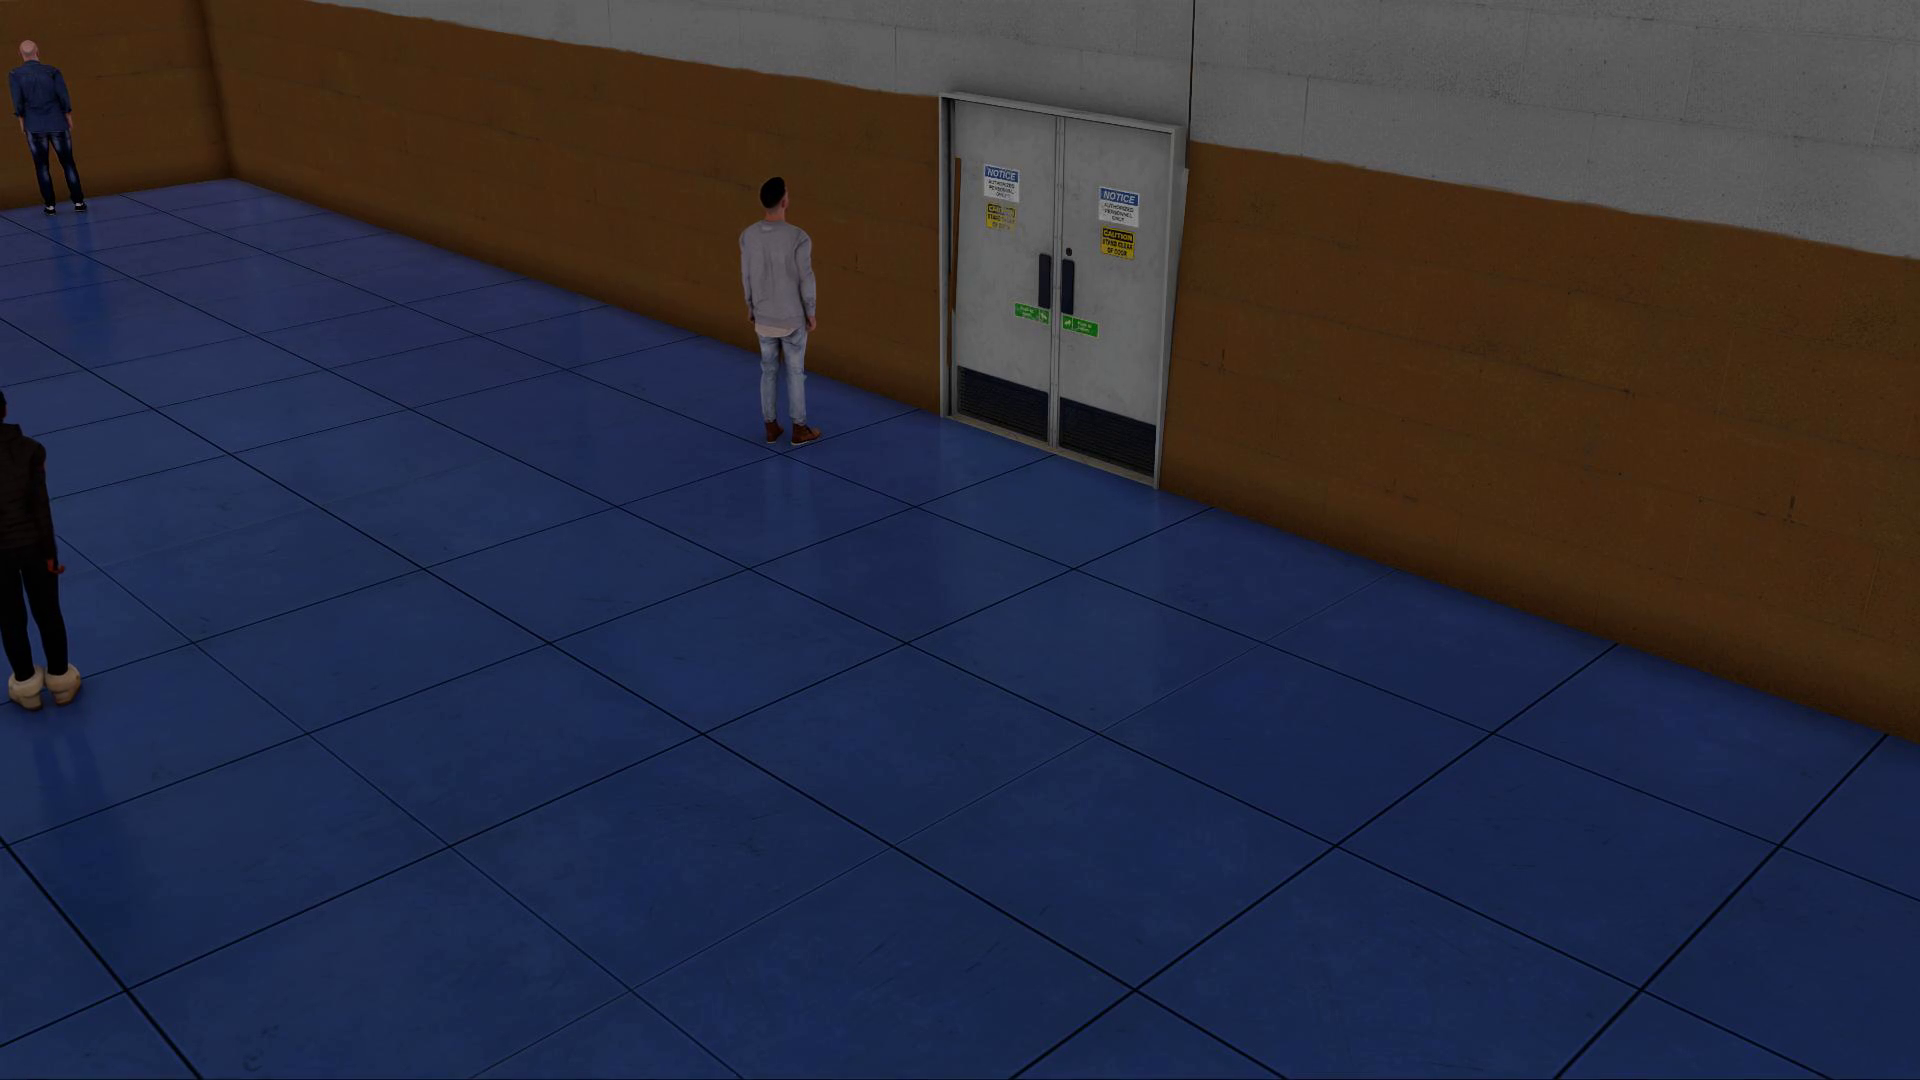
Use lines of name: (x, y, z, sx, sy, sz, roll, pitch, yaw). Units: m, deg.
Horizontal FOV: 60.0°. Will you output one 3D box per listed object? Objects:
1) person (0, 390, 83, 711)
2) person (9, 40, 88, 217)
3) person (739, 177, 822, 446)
person: (-4.453, 0.048, 7.847, 0.681, 1.659, 0.620, 9, 25, 20)
person: (-9.808, -4.425, 17.863, 0.629, 1.826, 0.836, -13, 27, -27)
person: (-1.212, -1.541, 11.254, 0.764, 1.841, 0.741, 7, 25, 17)
